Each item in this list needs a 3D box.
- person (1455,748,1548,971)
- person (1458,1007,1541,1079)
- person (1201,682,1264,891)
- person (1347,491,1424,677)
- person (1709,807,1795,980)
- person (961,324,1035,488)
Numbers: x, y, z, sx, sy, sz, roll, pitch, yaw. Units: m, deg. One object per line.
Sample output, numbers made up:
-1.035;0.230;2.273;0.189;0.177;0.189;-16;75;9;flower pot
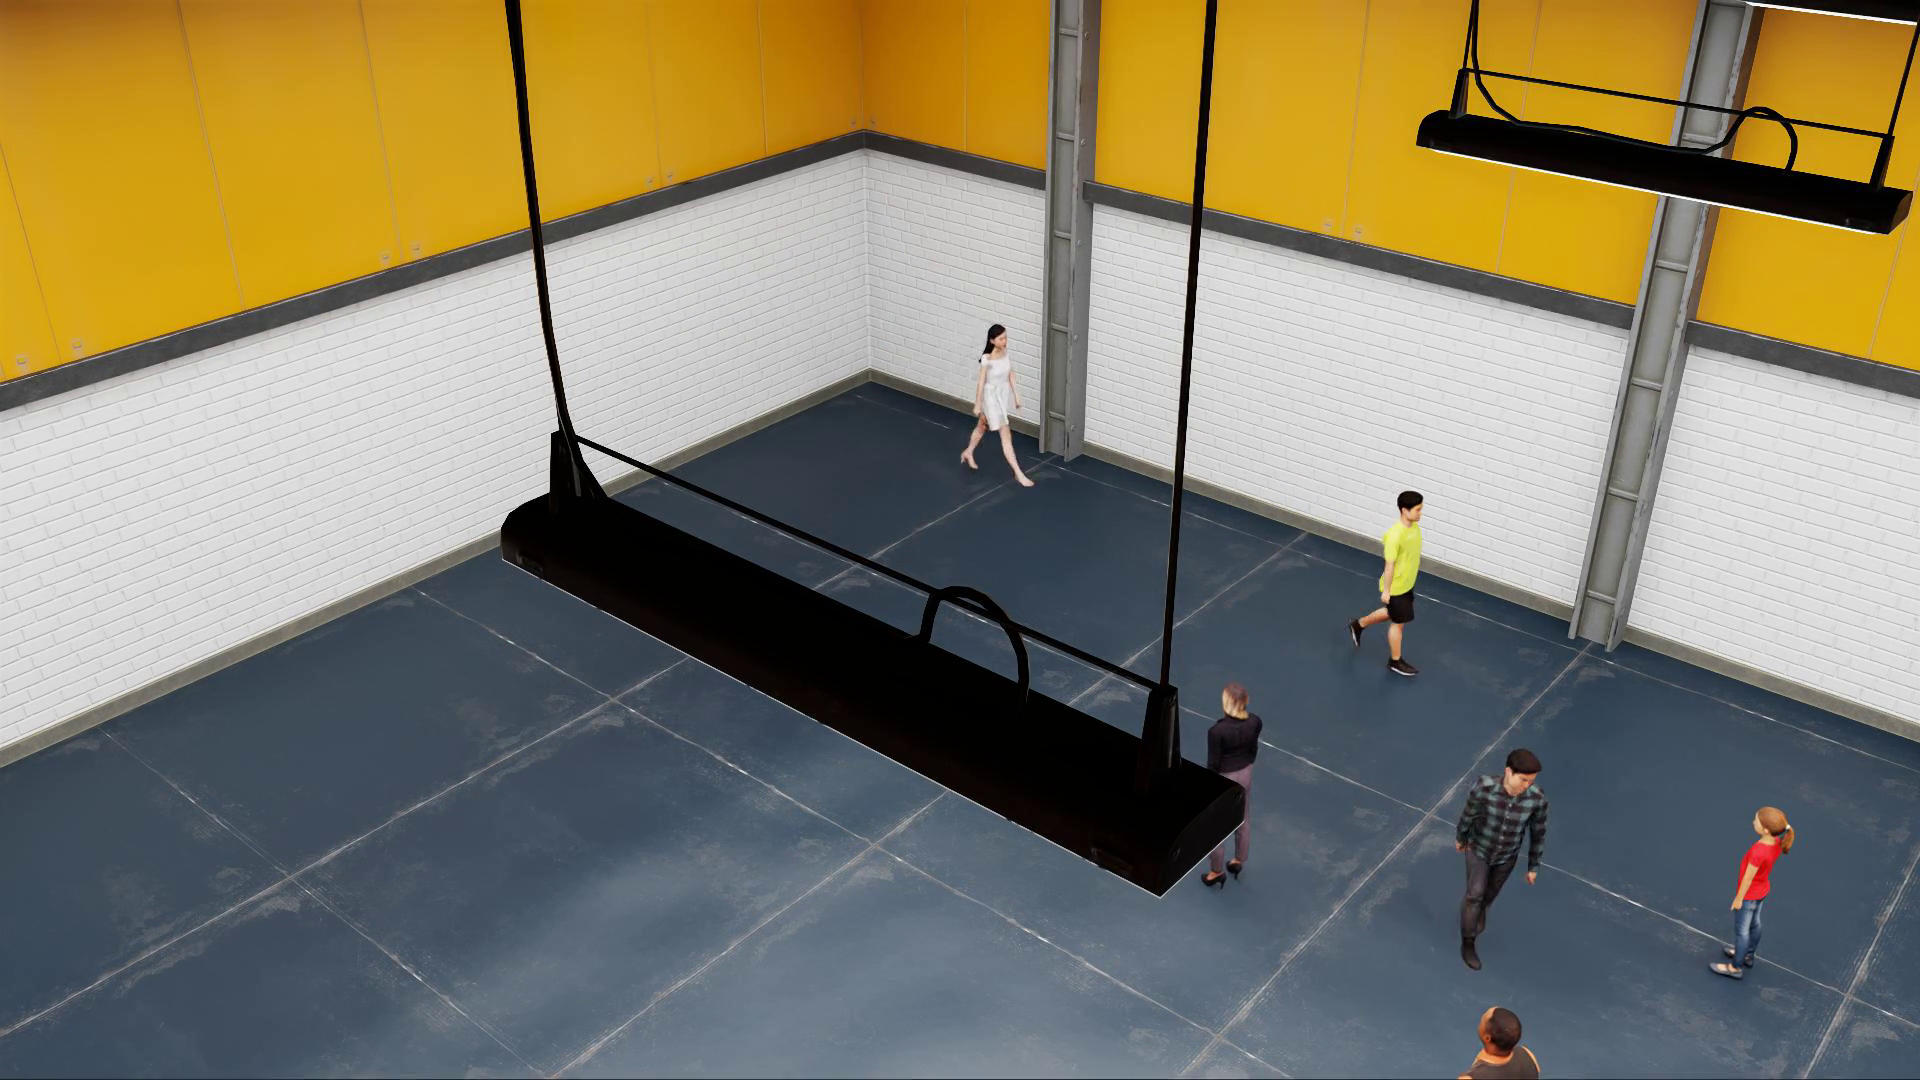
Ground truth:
3.502;1.949;10.935;1.042;1.687;1.013;7;29;13;person
2.720;3.191;8.705;0.765;1.908;0.732;-15;32;-26;person
1.888;1.723;11.647;0.668;1.669;0.648;-16;32;-27;person
3.664;0.334;14.172;0.959;1.689;0.664;19;34;31;person
5.230;2.313;10.944;0.499;1.306;0.501;-23;36;-36;person
0.292;-1.416;17.358;1.202;1.710;0.596;22;35;34;person
